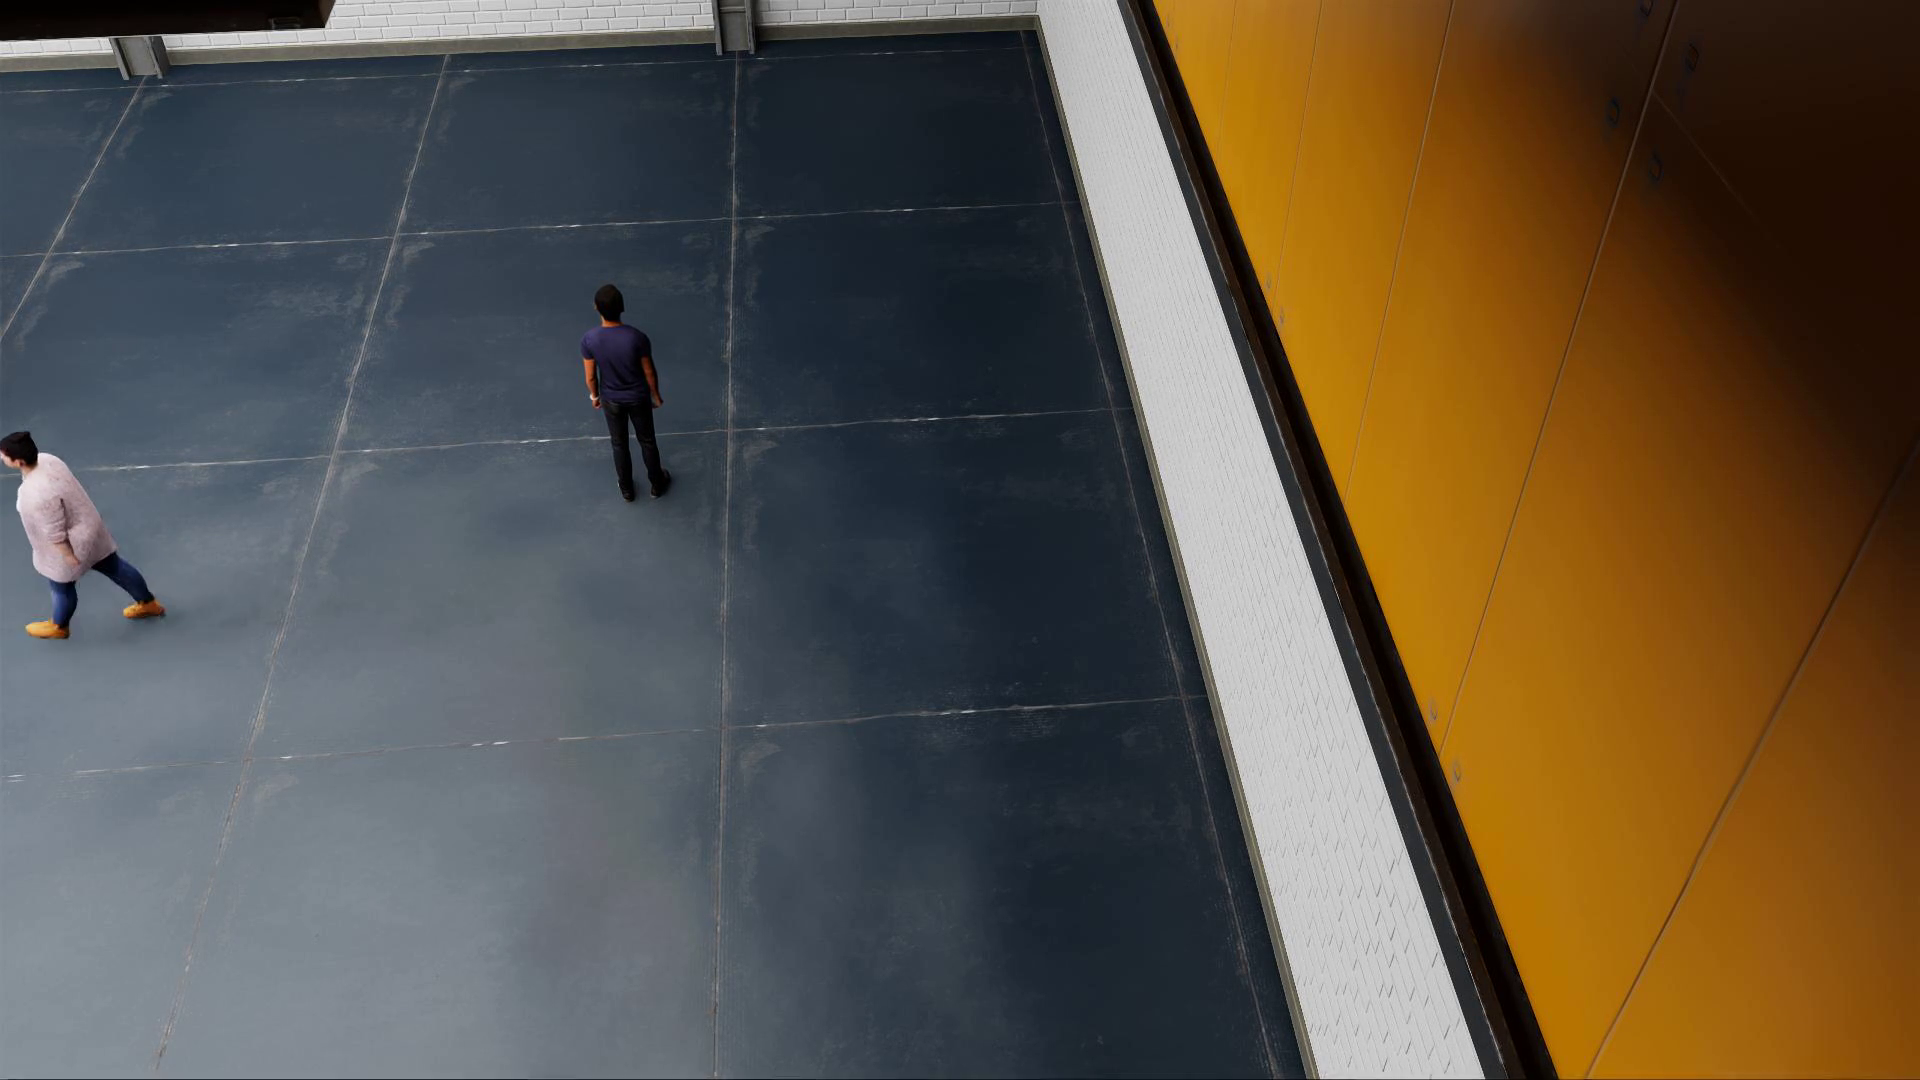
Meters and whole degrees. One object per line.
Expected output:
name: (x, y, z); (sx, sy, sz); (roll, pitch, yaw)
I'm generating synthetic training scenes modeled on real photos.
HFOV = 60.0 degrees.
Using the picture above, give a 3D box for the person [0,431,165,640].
person: (-5.683, -0.043, 10.796); (1.044, 1.701, 0.697); (-5, 44, -5)

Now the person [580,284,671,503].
person: (-2.372, -1.019, 11.754); (0.449, 1.791, 0.713); (-5, 44, -5)
